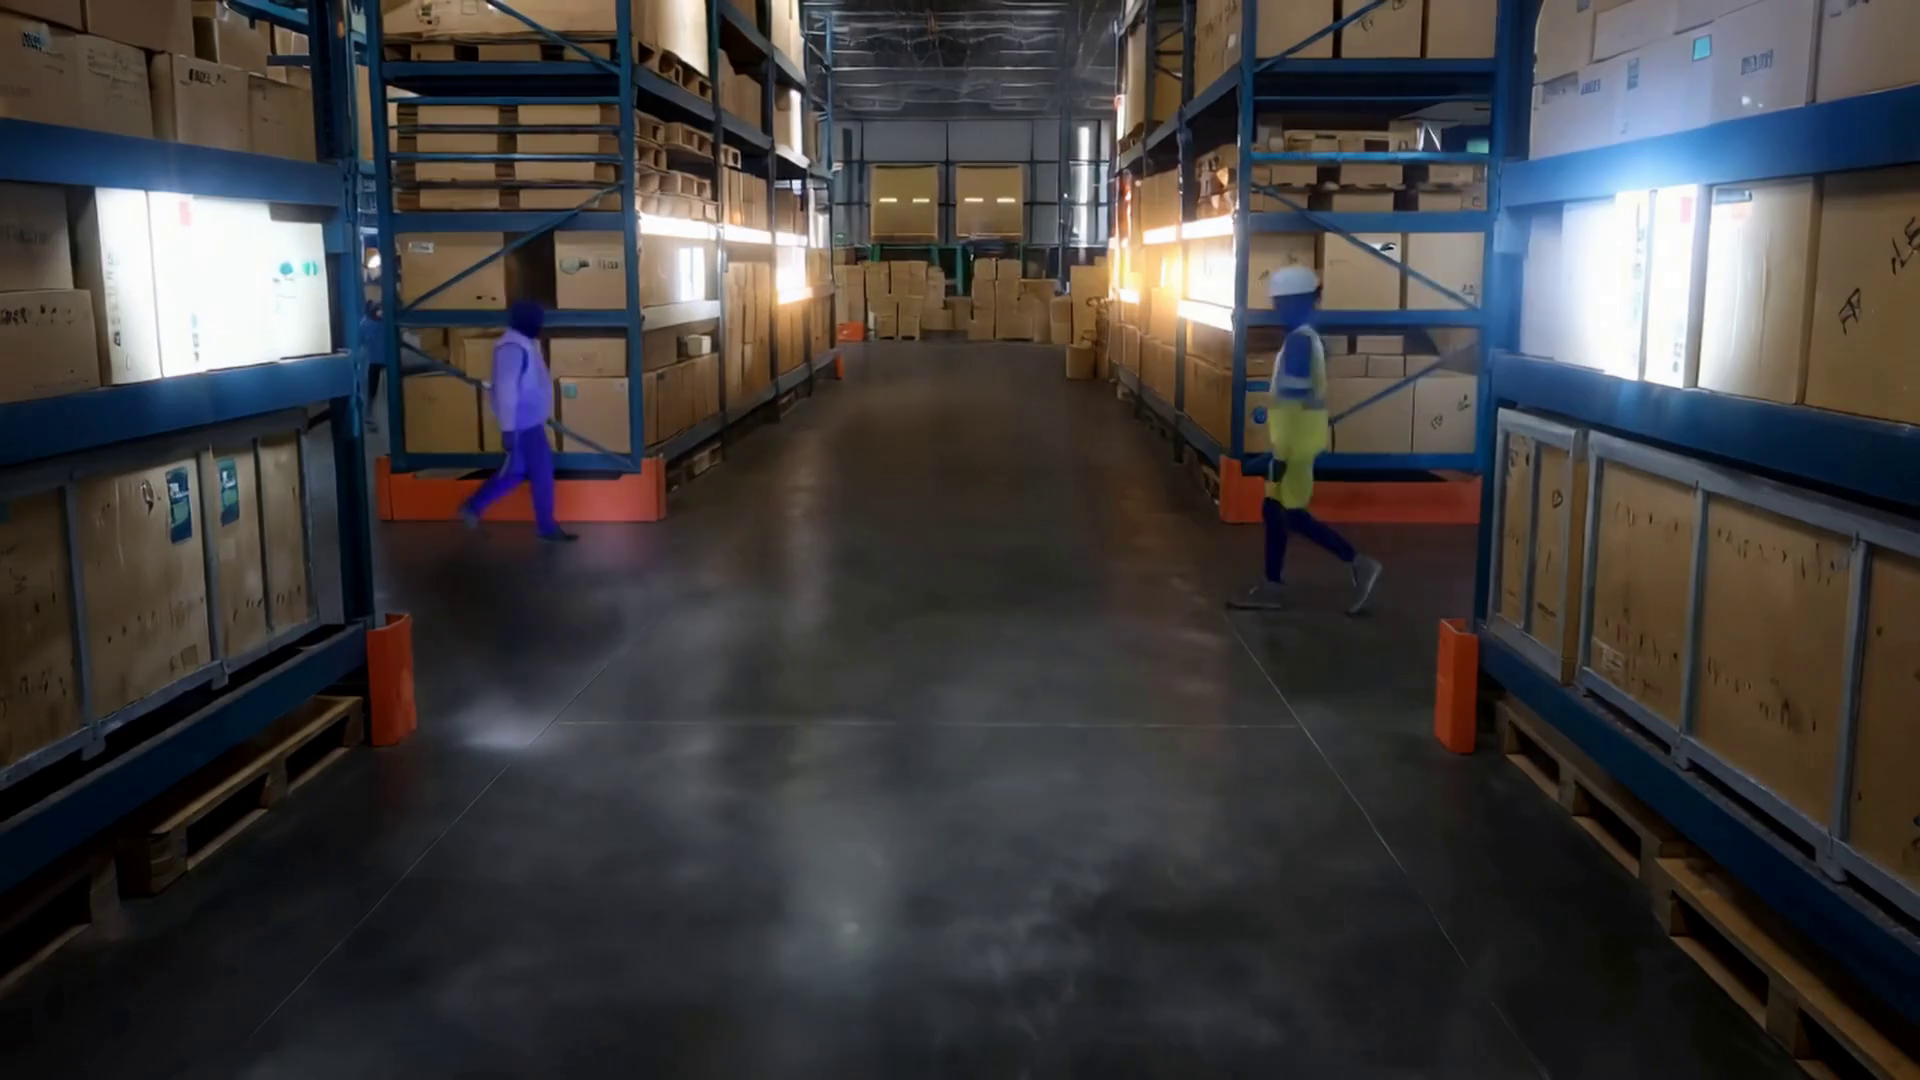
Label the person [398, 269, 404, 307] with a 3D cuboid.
[{"bbox_3d":[-18.499,-8.165,55.402,0.629,1.901,0.617,-6,11,-30],"label":"person"}]

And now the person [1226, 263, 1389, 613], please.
[{"bbox_3d":[1.993,-0.549,9.423,0.830,2.024,0.609,2,10,12],"label":"person"}]

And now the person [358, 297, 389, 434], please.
[{"bbox_3d":[-6.872,-2.066,19.702,0.287,1.623,0.500,8,12,39],"label":"person"}]

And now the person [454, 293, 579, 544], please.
[{"bbox_3d":[-3.207,-0.853,11.894,0.803,1.819,0.621,-2,10,-10],"label":"person"}]

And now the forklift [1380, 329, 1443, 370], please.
[{"bbox_3d":[7.274,-3.739,25.959,1.873,2.768,1.129,0,9,1],"label":"forklift"}]

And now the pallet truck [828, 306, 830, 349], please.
[{"bbox_3d":[-3.100,-3.940,29.800,1.885,1.965,0.823,3,10,19],"label":"pallet truck"}]

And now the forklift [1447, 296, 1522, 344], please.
[{"bbox_3d":[10.395,-4.792,32.265,1.873,2.768,1.129,-9,13,-43],"label":"forklift"}]

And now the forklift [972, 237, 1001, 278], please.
[{"bbox_3d":[0.848,-8.379,53.752,1.129,2.768,1.873,0,9,1],"label":"forklift"}]
